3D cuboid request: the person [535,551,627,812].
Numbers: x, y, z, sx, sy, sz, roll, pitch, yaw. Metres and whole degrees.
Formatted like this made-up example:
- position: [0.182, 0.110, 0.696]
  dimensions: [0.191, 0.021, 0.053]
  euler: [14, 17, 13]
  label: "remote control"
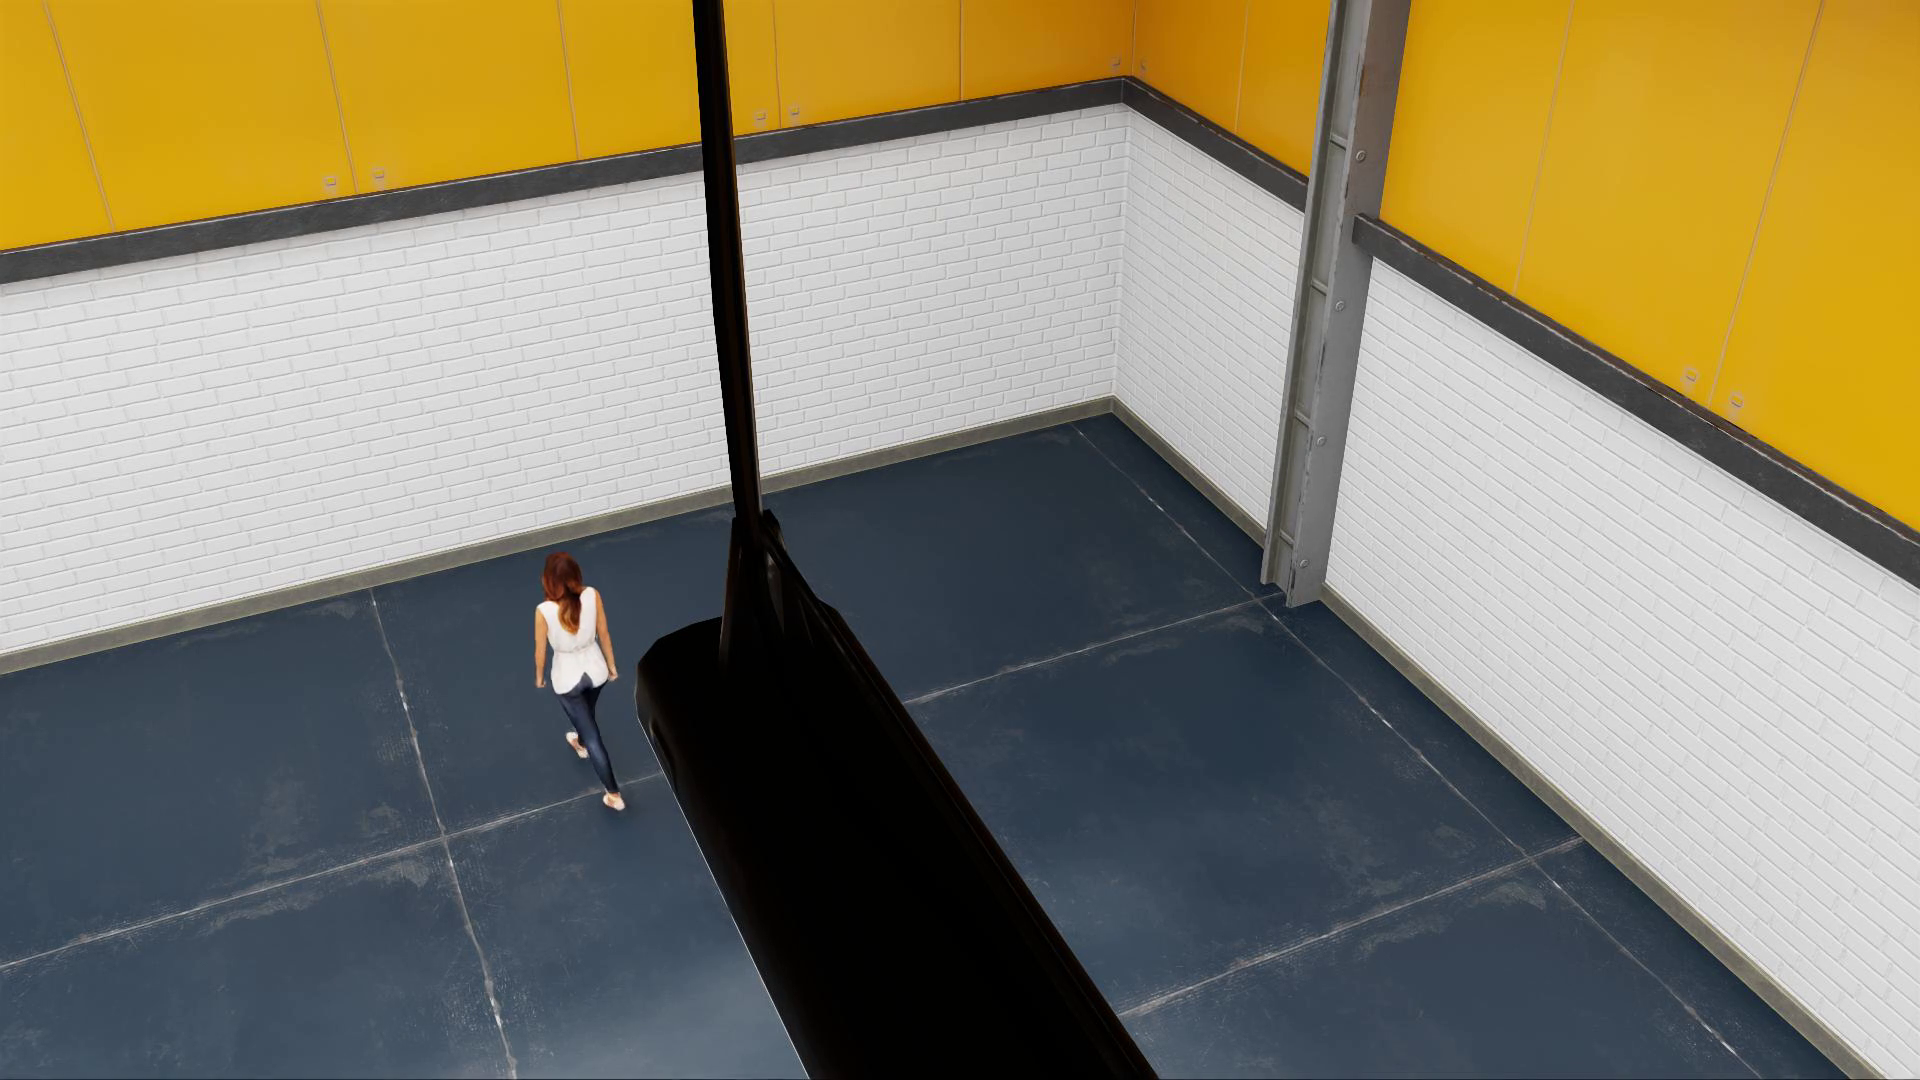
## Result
- position: [-2.292, 0.903, 10.202]
  dimensions: [0.744, 1.740, 1.176]
  euler: [-22, 39, -29]
  label: "person"
